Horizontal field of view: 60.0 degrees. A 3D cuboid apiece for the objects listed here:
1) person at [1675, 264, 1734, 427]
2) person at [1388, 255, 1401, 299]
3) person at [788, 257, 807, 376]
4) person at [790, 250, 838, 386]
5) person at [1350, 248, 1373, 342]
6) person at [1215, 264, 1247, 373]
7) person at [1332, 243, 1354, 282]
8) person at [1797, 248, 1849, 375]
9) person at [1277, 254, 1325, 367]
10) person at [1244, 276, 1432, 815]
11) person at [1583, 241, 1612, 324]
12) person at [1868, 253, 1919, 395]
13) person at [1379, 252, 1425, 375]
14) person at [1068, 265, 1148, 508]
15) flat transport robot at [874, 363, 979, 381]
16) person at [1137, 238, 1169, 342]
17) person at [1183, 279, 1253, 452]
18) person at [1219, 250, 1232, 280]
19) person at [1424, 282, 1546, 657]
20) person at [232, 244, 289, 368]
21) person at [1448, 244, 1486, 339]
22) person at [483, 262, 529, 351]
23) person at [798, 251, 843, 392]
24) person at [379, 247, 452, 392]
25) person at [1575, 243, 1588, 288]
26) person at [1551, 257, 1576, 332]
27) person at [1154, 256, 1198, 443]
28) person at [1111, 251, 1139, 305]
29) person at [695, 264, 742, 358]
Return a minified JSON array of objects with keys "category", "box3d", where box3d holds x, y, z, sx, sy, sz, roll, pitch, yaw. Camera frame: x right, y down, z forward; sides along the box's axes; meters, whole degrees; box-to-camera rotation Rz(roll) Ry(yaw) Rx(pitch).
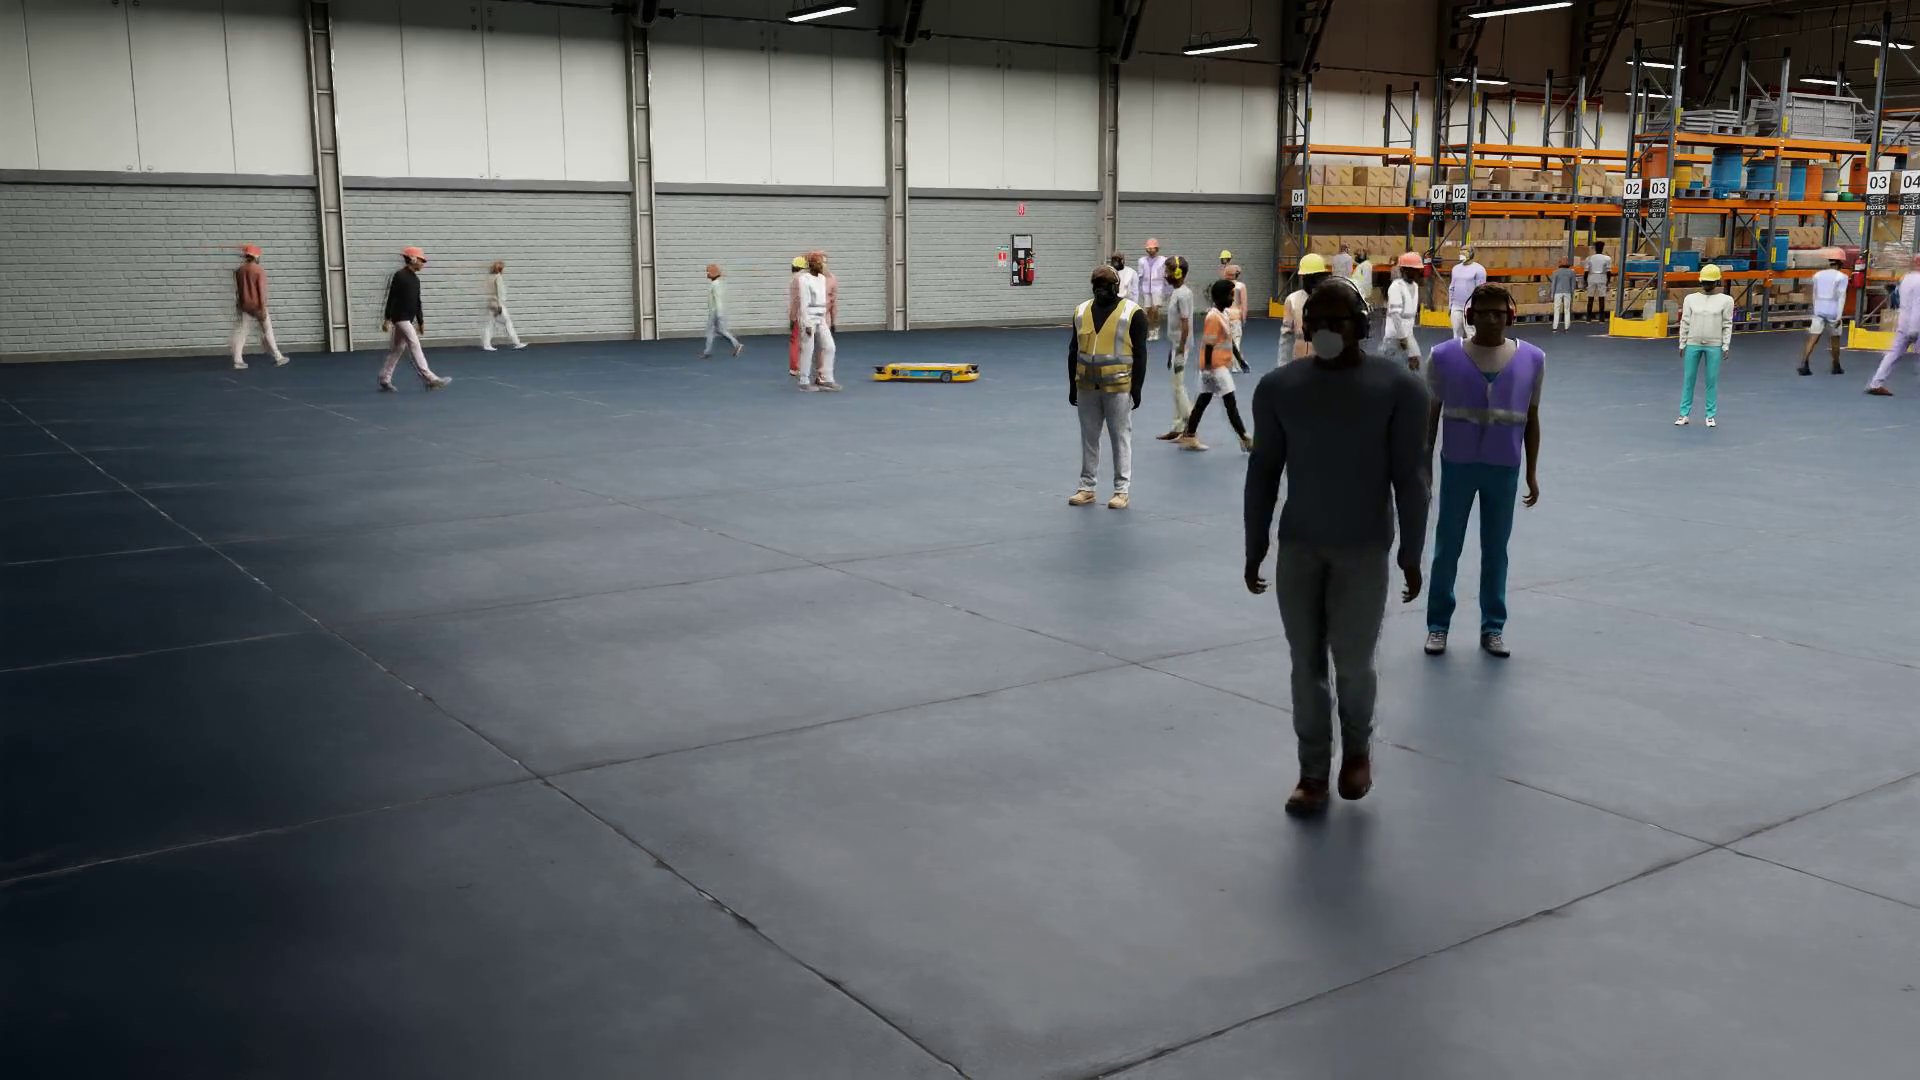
[{"category":"person","box3d":[8.103,-2.110,18.104,0.524,1.760,0.326,6,12,29]},{"category":"person","box3d":[11.133,-6.474,42.419,0.468,1.604,0.515,-2,10,-9]},{"category":"person","box3d":[-2.399,-3.317,24.720,0.322,1.761,0.522,-2,10,-8]},{"category":"person","box3d":[-2.028,-3.089,23.154,0.673,1.874,0.589,-3,11,-15]},{"category":"person","box3d":[7.837,-4.788,32.588,0.447,1.830,0.661,0,10,0]},{"category":"person","box3d":[4.103,-3.341,25.175,0.523,1.638,0.310,8,13,38]},{"category":"person","box3d":[9.487,-6.381,41.109,0.409,1.908,0.639,-7,12,-34]},{"category":"person","box3d":[12.903,-3.393,24.752,0.963,1.903,0.543,-7,13,-35]},{"category":"person","box3d":[3.148,-1.632,15.099,0.615,1.895,0.807,8,13,36]},{"category":"person","box3d":[1.304,0.036,5.883,0.649,1.920,0.442,6,12,29]},{"category":"person","box3d":[15.153,-6.125,39.538,0.613,1.963,0.362,5,11,25]},{"category":"person","box3d":[12.298,-2.764,21.429,0.980,1.860,0.659,2,11,12]},{"category":"person","box3d":[5.241,-2.456,19.692,0.541,1.878,1.023,-8,13,-38]},{"category":"person","box3d":[1.100,-1.162,12.682,0.634,1.840,0.429,6,12,30]},{"category":"flat transport robot","box3d":[-0.470,-2.418,23.870,1.431,0.197,0.652,1,10,7]},{"category":"person","box3d":[3.745,-4.891,32.596,0.628,2.023,0.585,5,11,24]},{"category":"person","box3d":[2.547,-1.644,15.829,0.876,1.646,0.544,2,11,12]},{"category":"person","box3d":[5.614,-5.229,35.176,0.328,1.767,0.532,-4,11,-20]},{"category":"person","box3d":[2.558,-0.346,8.196,0.572,1.840,0.373,1,10,8]},{"category":"person","box3d":[-11.132,-3.681,26.237,0.637,1.936,1.067,4,11,19]},{"category":"person","box3d":[7.822,-3.597,25.758,0.373,1.940,0.627,-7,13,-35]},{"category":"person","box3d":[-8.281,-4.225,30.119,0.838,1.596,0.529,-7,12,-34]},{"category":"person","box3d":[-1.847,-2.872,22.000,0.733,1.857,0.604,6,12,29]},{"category":"person","box3d":[-7.330,-2.921,22.105,1.007,1.915,0.675,0,10,0]},{"category":"person","box3d":[15.948,-6.703,42.938,0.355,1.883,0.575,-7,13,-34]},{"category":"person","box3d":[13.048,-5.307,35.992,0.502,1.627,0.268,1,10,4]},{"category":"person","box3d":[2.184,-1.892,16.654,0.437,1.868,0.583,1,10,4]},{"category":"person","box3d":[2.450,-3.569,25.873,0.633,1.841,0.429,4,11,21]},{"category":"person","box3d":[-4.115,-3.890,28.272,0.746,1.610,0.503,-2,10,-10]}]
